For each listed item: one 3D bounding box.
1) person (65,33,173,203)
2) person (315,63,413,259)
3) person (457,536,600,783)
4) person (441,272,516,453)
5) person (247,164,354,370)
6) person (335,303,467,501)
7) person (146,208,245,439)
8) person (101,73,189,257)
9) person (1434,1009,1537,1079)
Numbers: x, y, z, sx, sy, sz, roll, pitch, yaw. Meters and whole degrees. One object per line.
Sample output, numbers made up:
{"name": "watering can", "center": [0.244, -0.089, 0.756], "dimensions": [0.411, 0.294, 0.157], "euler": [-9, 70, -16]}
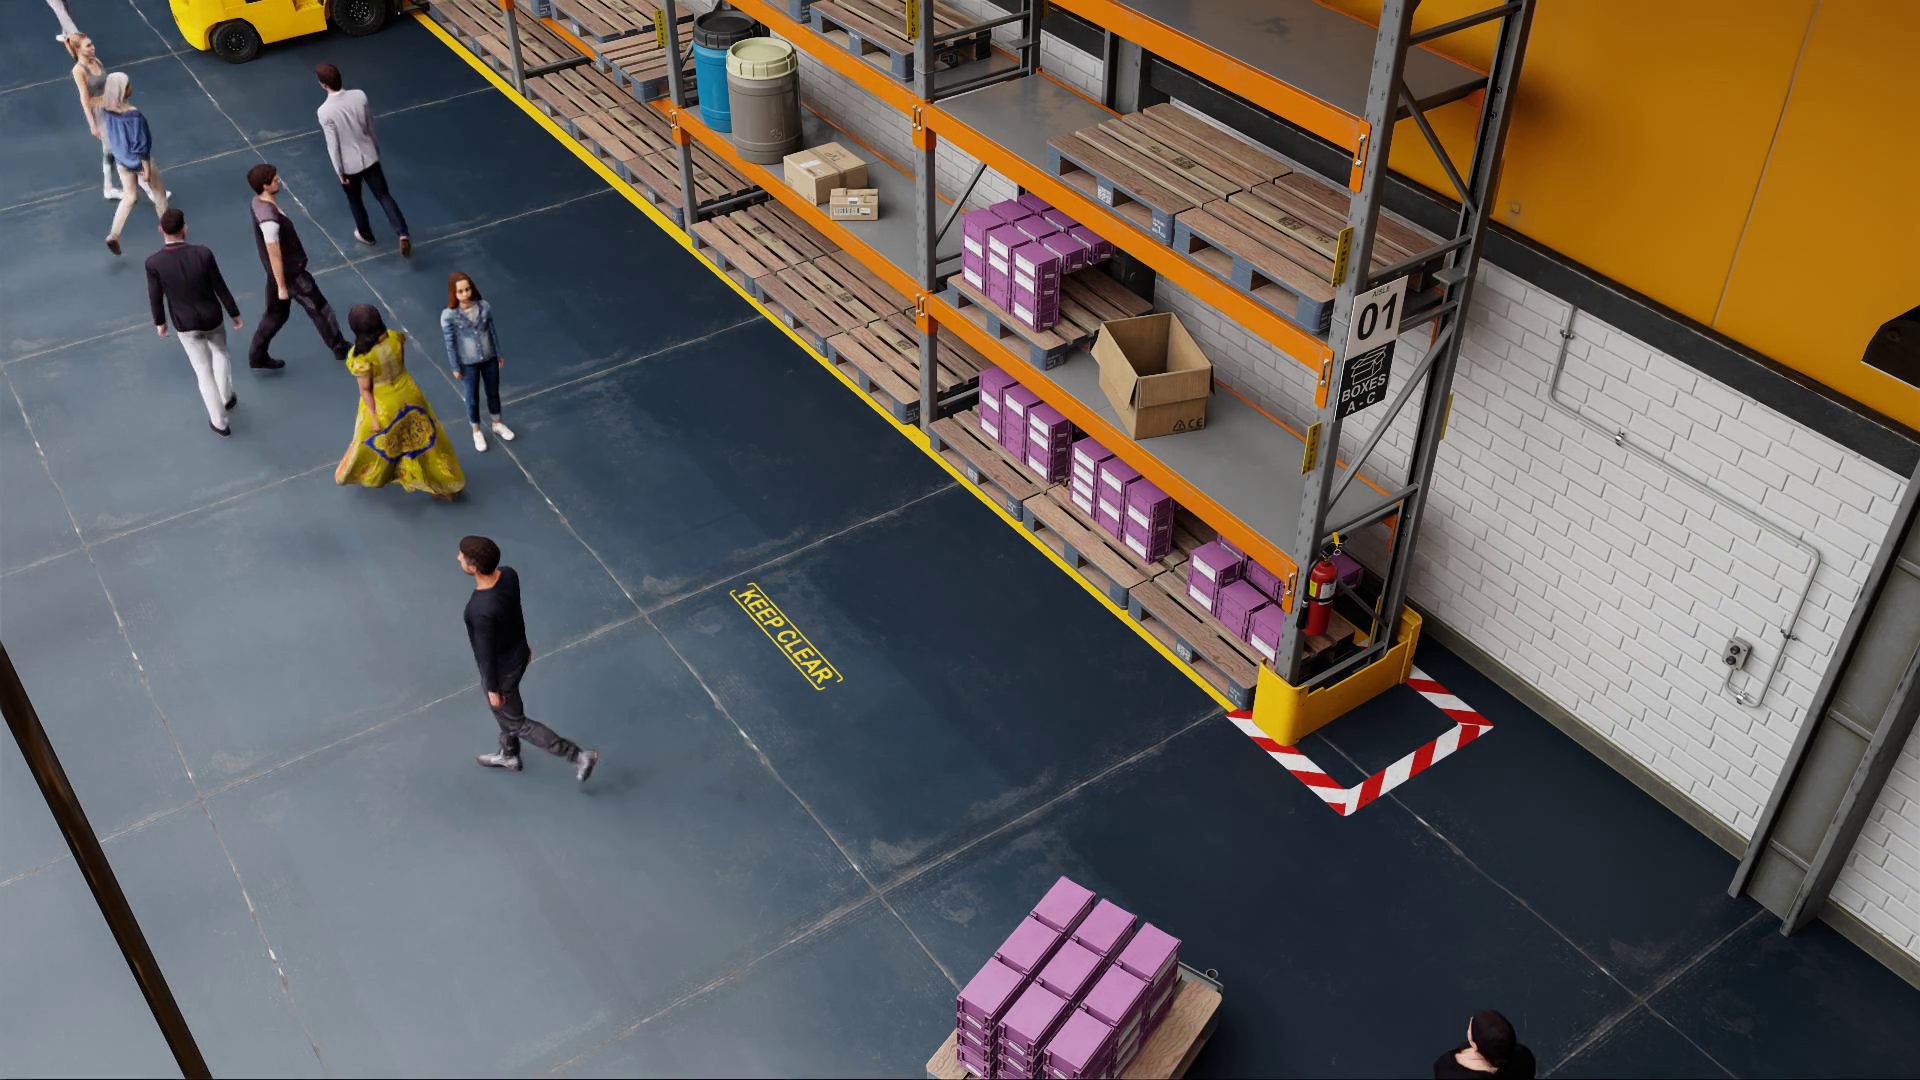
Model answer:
{"name": "person", "center": [-8.216, -4.001, 15.843], "dimensions": [0.990, 1.672, 0.984], "euler": [2, 39, 3]}
{"name": "person", "center": [-5.360, -3.374, 14.944], "dimensions": [0.798, 1.816, 1.177], "euler": [-30, 47, -32]}
{"name": "person", "center": [-2.592, 0.748, 9.756], "dimensions": [1.148, 1.848, 1.092], "euler": [6, 39, 8]}
{"name": "person", "center": [-3.703, -1.390, 12.731], "dimensions": [0.571, 1.476, 0.498], "euler": [-26, 46, -29]}
{"name": "person", "center": [-5.542, -2.126, 13.389], "dimensions": [0.750, 1.806, 1.113], "euler": [-22, 44, -25]}
{"name": "person", "center": [-4.059, -0.939, 12.066], "dimensions": [1.356, 1.601, 1.115], "euler": [20, 43, 23]}
{"name": "person", "center": [-5.812, -1.617, 12.751], "dimensions": [0.846, 1.805, 0.886], "euler": [-20, 43, -23]}
{"name": "person", "center": [-7.532, -3.370, 15.050], "dimensions": [1.087, 1.676, 1.044], "euler": [13, 40, 15]}
{"name": "person", "center": [2.296, 2.730, 7.367], "dimensions": [0.854, 1.732, 1.143], "euler": [-12, 40, -15]}
